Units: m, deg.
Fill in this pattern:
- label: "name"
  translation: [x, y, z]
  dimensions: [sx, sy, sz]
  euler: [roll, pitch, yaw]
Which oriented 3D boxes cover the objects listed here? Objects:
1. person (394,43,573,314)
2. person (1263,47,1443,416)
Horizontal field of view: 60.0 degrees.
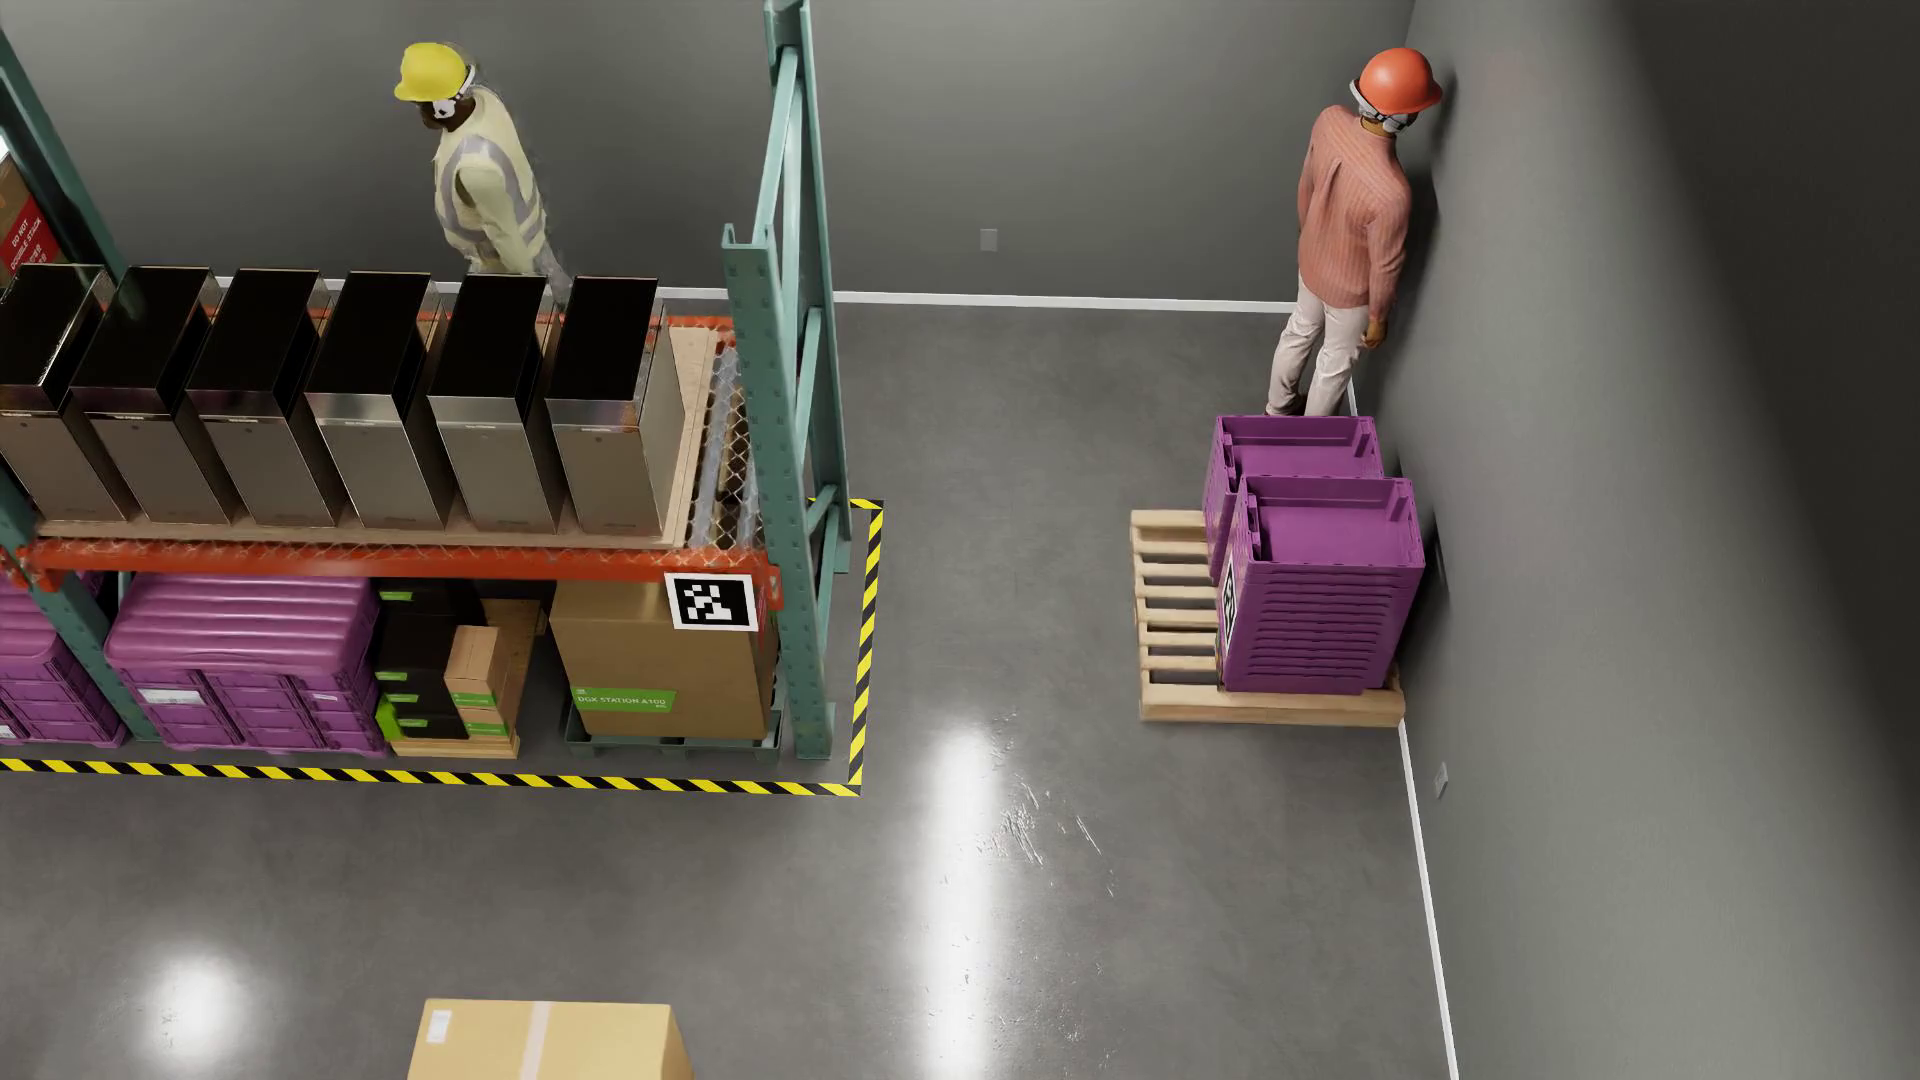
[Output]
- label: "person"
  translation: [-1.976, -1.241, 6.770]
  dimensions: [0.928, 1.775, 0.608]
  euler: [-6, 52, -5]
- label: "person"
  translation: [1.509, -1.052, 6.485]
  dimensions: [0.381, 1.994, 0.622]
  euler: [-18, 54, -13]
